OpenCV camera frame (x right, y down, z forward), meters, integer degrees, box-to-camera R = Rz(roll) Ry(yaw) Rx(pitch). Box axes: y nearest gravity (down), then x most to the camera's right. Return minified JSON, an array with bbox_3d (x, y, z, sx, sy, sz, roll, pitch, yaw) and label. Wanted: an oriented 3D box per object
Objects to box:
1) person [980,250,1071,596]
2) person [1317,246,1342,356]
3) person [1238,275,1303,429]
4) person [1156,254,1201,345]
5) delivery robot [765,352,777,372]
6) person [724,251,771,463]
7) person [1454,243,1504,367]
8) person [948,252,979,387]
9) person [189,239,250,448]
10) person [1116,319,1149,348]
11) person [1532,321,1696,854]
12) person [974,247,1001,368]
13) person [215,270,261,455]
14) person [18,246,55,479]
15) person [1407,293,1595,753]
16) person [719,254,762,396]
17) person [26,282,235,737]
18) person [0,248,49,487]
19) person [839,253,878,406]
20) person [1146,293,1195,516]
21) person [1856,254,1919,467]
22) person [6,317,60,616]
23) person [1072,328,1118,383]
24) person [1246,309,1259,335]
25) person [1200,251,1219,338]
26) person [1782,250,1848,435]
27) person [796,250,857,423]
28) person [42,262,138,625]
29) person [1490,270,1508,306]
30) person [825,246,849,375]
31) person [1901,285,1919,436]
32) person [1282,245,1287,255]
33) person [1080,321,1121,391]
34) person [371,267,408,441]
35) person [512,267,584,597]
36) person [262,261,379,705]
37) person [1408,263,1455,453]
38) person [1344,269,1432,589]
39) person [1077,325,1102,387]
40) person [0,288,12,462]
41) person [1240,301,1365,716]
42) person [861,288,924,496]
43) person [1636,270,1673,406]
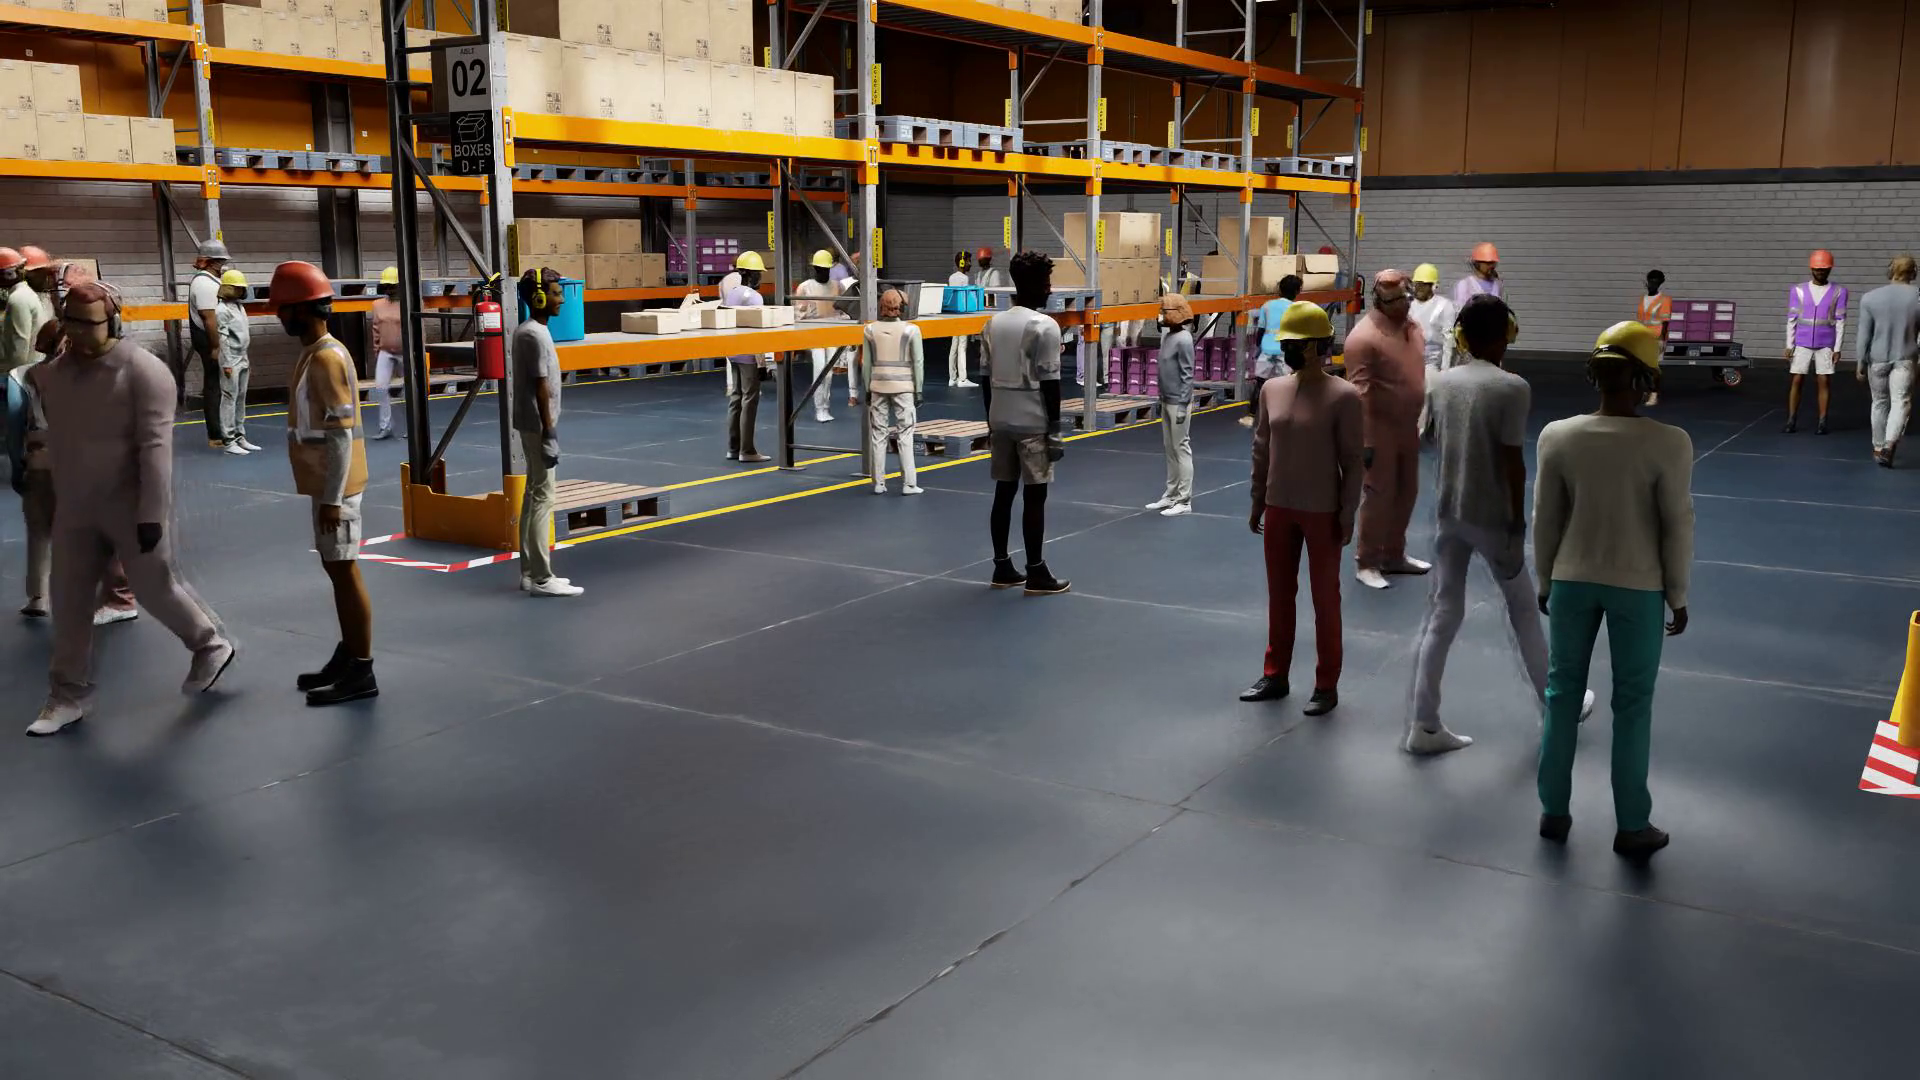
[{"bbox_3d":[0.368,-0.665,9.530,0.374,1.963,0.608,-8,13,-39],"label":"person"},{"bbox_3d":[6.082,-3.970,27.973,0.567,1.907,0.776,-7,12,-33],"label":"person"},{"bbox_3d":[3.344,-1.998,17.758,0.715,1.655,0.344,7,13,35],"label":"person"},{"bbox_3d":[3.021,-3.037,23.056,0.622,1.835,0.430,0,10,2],"label":"person"},{"bbox_3d":[-2.869,-2.624,24.028,0.477,0.478,0.707,-3,11,-16],"label":"delivery robot"},{"bbox_3d":[-1.932,-1.673,15.235,0.394,1.919,0.589,-7,13,-35],"label":"person"},{"bbox_3d":[5.560,-2.177,17.855,0.639,1.989,1.052,-4,11,-21],"label":"person"},{"bbox_3d":[0.019,-3.046,23.007,0.333,1.864,0.520,-6,12,-28],"label":"person"},{"bbox_3d":[-7.248,-1.928,16.312,0.535,2.000,0.688,-5,11,-24],"label":"person"},{"bbox_3d":[2.513,-3.360,24.457,0.615,1.974,0.450,3,11,16],"label":"person"},{"bbox_3d":[2.166,0.158,5.540,0.523,1.760,0.329,9,13,40],"label":"person"},{"bbox_3d":[0.363,-3.673,26.348,0.641,1.914,0.557,-6,12,-32],"label":"person"},{"bbox_3d":[-6.871,-1.687,15.809,0.319,1.740,0.488,0,10,-1],"label":"person"},{"bbox_3d":[-7.773,-1.531,14.310,0.621,1.989,1.072,1,10,4],"label":"person"},{"bbox_3d":[2.141,-0.070,6.671,0.915,1.811,0.539,-7,12,-34],"label":"person"},{"bbox_3d":[-2.825,-2.780,21.605,0.631,1.841,0.429,8,13,36],"label":"person"},{"bbox_3d":[-3.551,-0.164,7.059,0.651,1.861,0.901,3,11,15],"label":"person"},{"bbox_3d":[-7.411,-1.342,13.320,0.596,1.959,0.847,-5,11,-24],"label":"person"},{"bbox_3d":[-1.208,-2.578,20.438,0.599,1.867,0.658,0,10,3],"label":"person"},{"bbox_3d":[1.576,-0.998,12.287,0.281,1.634,0.498,-2,10,-11],"label":"person"},{"bbox_3d":[8.432,-1.620,15.007,0.643,1.905,0.967,6,12,31],"label":"person"},{"bbox_3d":[-4.819,-0.391,8.969,0.538,1.610,0.426,-7,12,-34],"label":"person"},{"bbox_3d":[1.950,-3.134,23.352,0.650,1.918,0.755,8,13,38],"label":"person"},{"bbox_3d":[4.296,-3.380,24.803,0.339,1.879,0.586,-3,11,-19],"label":"person"},{"bbox_3d":[4.259,-3.930,27.962,0.429,1.844,0.626,3,11,16],"label":"person"},{"bbox_3d":[8.893,-2.049,17.318,0.546,1.924,0.419,7,12,32],"label":"person"},{"bbox_3d":[-1.454,-2.249,18.475,0.599,1.905,0.713,-6,12,-31],"label":"person"},{"bbox_3d":[-4.610,-0.503,8.799,0.399,1.905,0.643,-5,11,-25],"label":"person"},{"bbox_3d":[7.256,-2.908,22.872,0.508,1.631,0.265,8,13,39],"label":"person"},{"bbox_3d":[-1.877,-3.466,25.125,0.351,1.936,0.634,-6,12,-28],"label":"person"},{"bbox_3d":[9.897,-1.864,17.113,0.493,1.625,0.281,5,11,25],"label":"person"},{"bbox_3d":[4.769,-3.569,25.605,0.833,1.962,0.638,2,10,9],"label":"person"},{"bbox_3d":[1.888,-2.919,22.374,0.588,1.835,0.402,1,10,5],"label":"person"},{"bbox_3d":[-5.711,-1.867,16.777,0.544,1.736,0.743,2,10,8],"label":"person"},{"bbox_3d":[-2.383,-0.612,9.497,0.327,1.871,0.514,-5,11,-24],"label":"person"},{"bbox_3d":[-2.795,-0.244,7.285,0.382,1.930,0.547,-5,11,-24],"label":"person"},{"bbox_3d":[4.433,-1.734,15.893,0.595,1.811,0.772,10,14,43],"label":"person"},{"bbox_3d":[2.513,-0.638,9.676,0.778,1.862,0.415,-10,14,-44],"label":"person"},{"bbox_3d":[1.793,-3.083,23.085,0.411,1.910,0.643,0,10,-2],"label":"person"},{"bbox_3d":[-7.873,-1.353,13.843,0.867,1.783,0.602,-8,13,-38],"label":"person"},{"bbox_3d":[1.463,-0.134,7.137,0.316,1.767,0.535,-10,14,-44],"label":"person"},{"bbox_3d":[-0.533,-1.166,13.199,0.514,1.640,0.315,3,11,18],"label":"person"},{"bbox_3d":[8.422,-2.461,20.293,0.407,1.663,0.603,-5,11,-25],"label":"person"}]
